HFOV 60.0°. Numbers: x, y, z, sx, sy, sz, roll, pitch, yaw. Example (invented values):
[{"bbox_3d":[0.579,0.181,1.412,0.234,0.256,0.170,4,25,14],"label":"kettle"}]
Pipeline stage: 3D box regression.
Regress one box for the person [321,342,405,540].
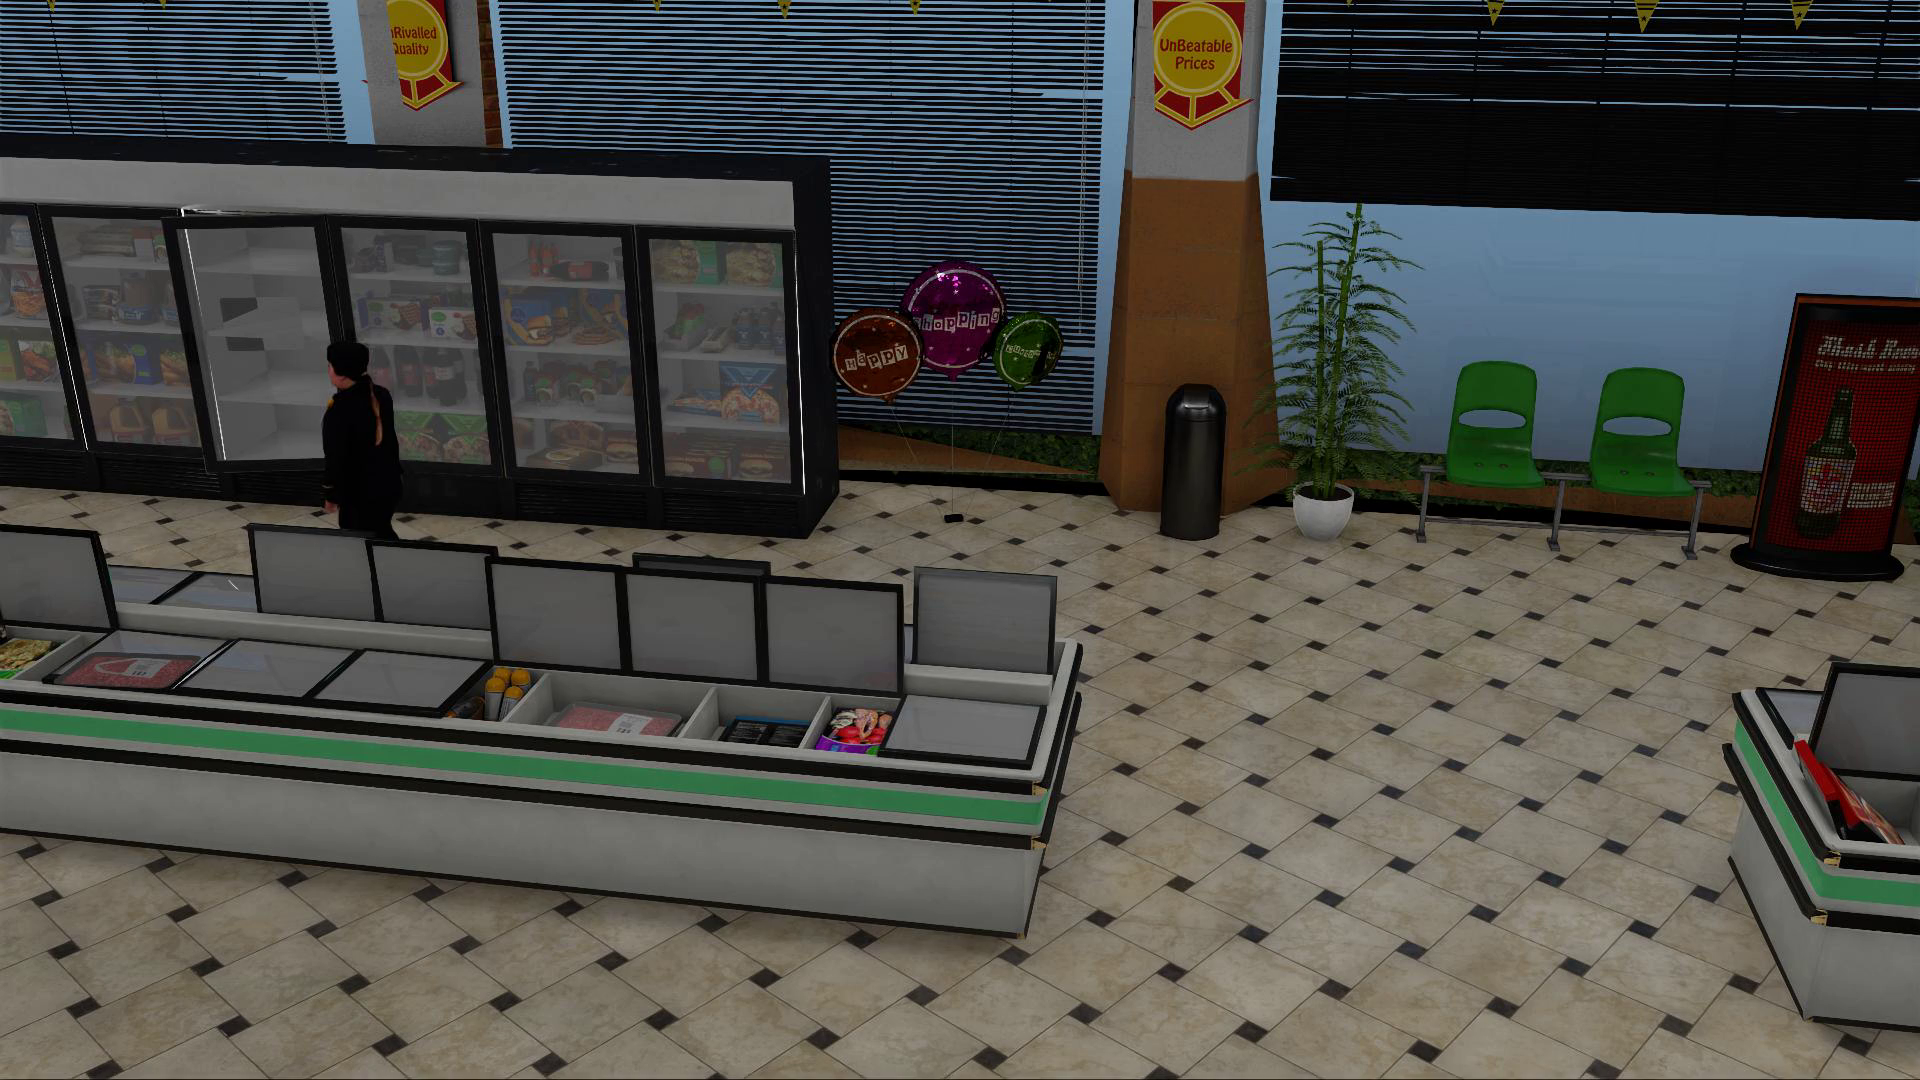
[{"bbox_3d":[-3.189,-0.243,9.150,1.028,1.639,0.714,5,22,11],"label":"person"}]
